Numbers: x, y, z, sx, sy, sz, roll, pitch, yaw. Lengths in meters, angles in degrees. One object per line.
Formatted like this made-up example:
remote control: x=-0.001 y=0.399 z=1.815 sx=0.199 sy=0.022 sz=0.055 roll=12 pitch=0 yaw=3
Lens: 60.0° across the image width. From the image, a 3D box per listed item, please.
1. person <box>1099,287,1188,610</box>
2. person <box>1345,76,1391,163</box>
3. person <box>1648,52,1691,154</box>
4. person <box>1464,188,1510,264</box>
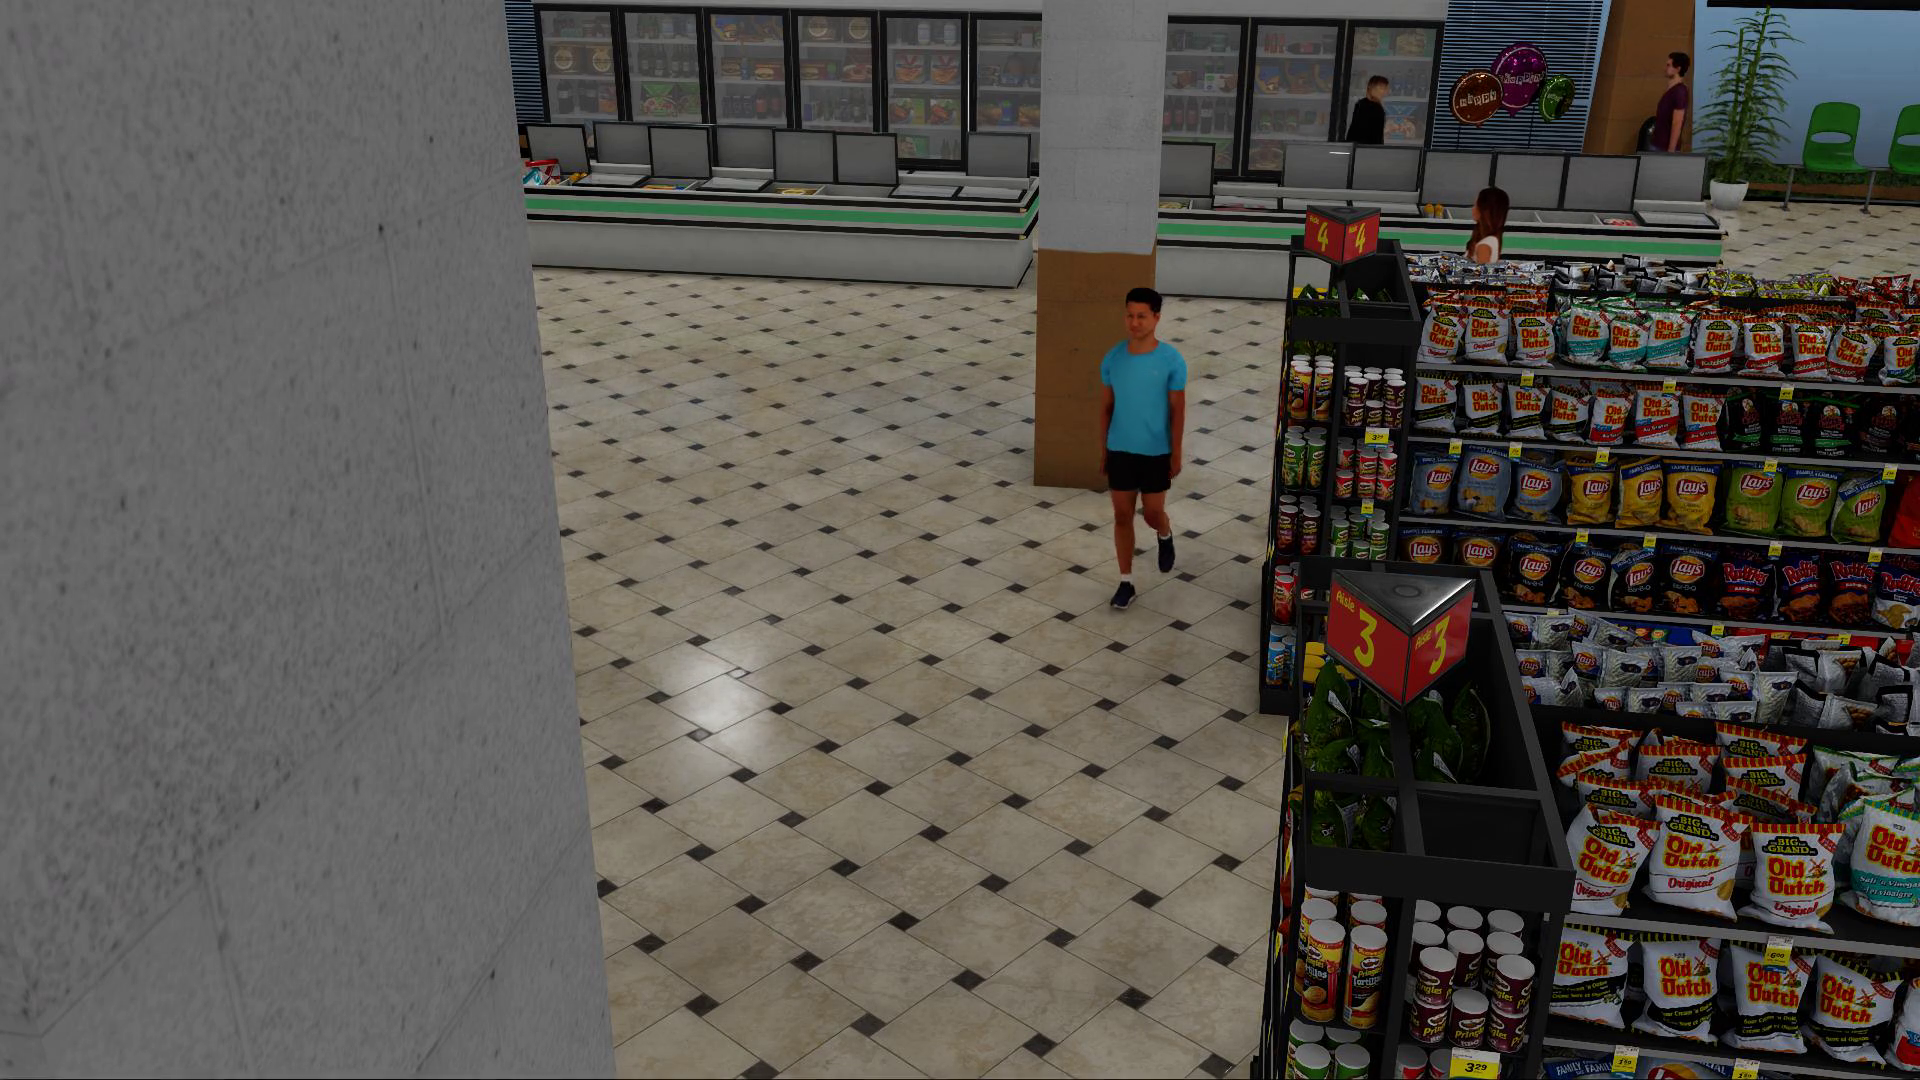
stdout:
person: x=0.994 y=-0.509 z=8.975 sx=0.858 sy=1.765 sz=0.791 roll=10 pitch=25 yaw=21
person: x=3.926 y=-3.791 z=16.631 sx=0.845 sy=1.640 sz=0.763 roll=-10 pitch=26 yaw=-22
person: x=7.192 y=-3.973 z=16.798 sx=0.898 sy=1.840 sz=0.688 roll=5 pitch=24 yaw=12
person: x=3.470 y=-1.463 z=11.130 sx=0.566 sy=1.785 sz=0.621 roll=8 pitch=25 yaw=17
